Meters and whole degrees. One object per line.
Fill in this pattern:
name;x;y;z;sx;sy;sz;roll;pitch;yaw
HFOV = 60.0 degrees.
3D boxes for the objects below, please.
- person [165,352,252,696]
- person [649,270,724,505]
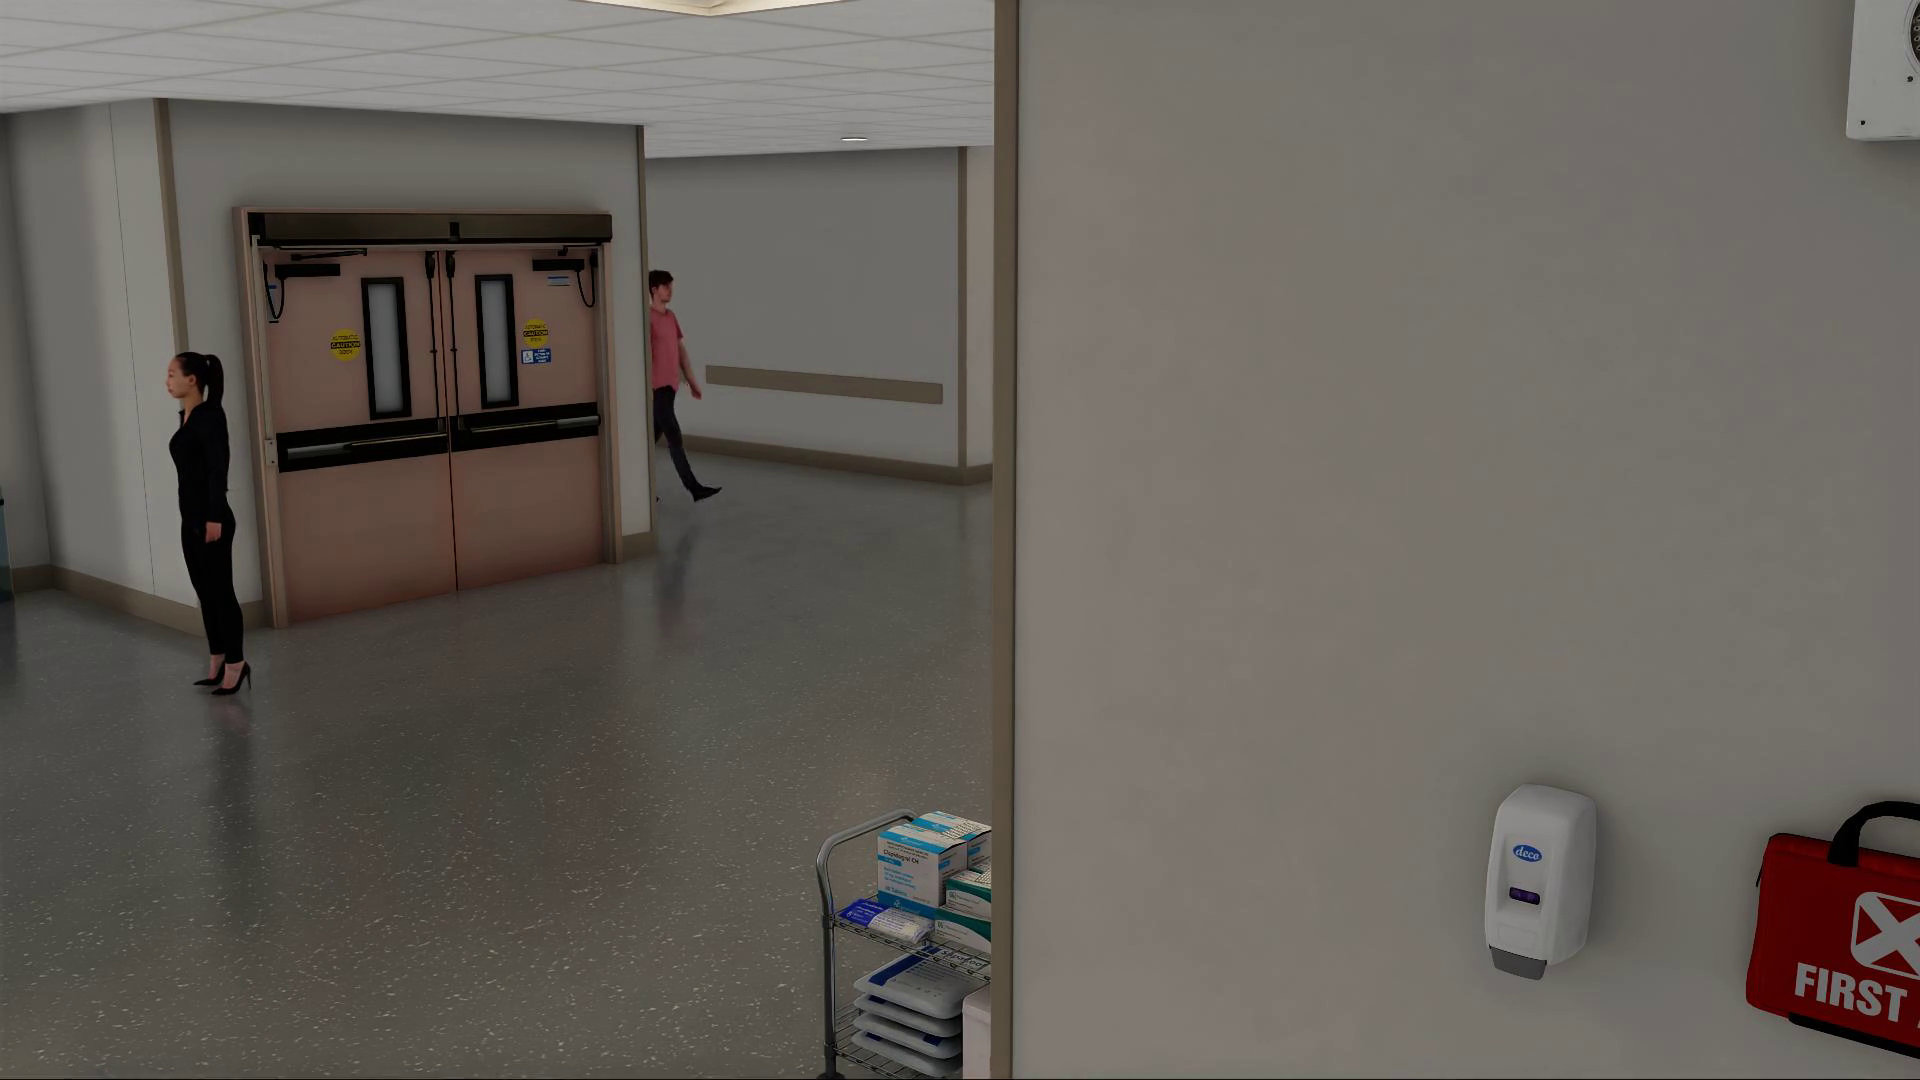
person;-3.741;-0.081;8.252;0.528;1.711;0.610;-9;14;-40
person;-2.560;-1.221;13.717;1.012;1.913;1.194;3;11;16
